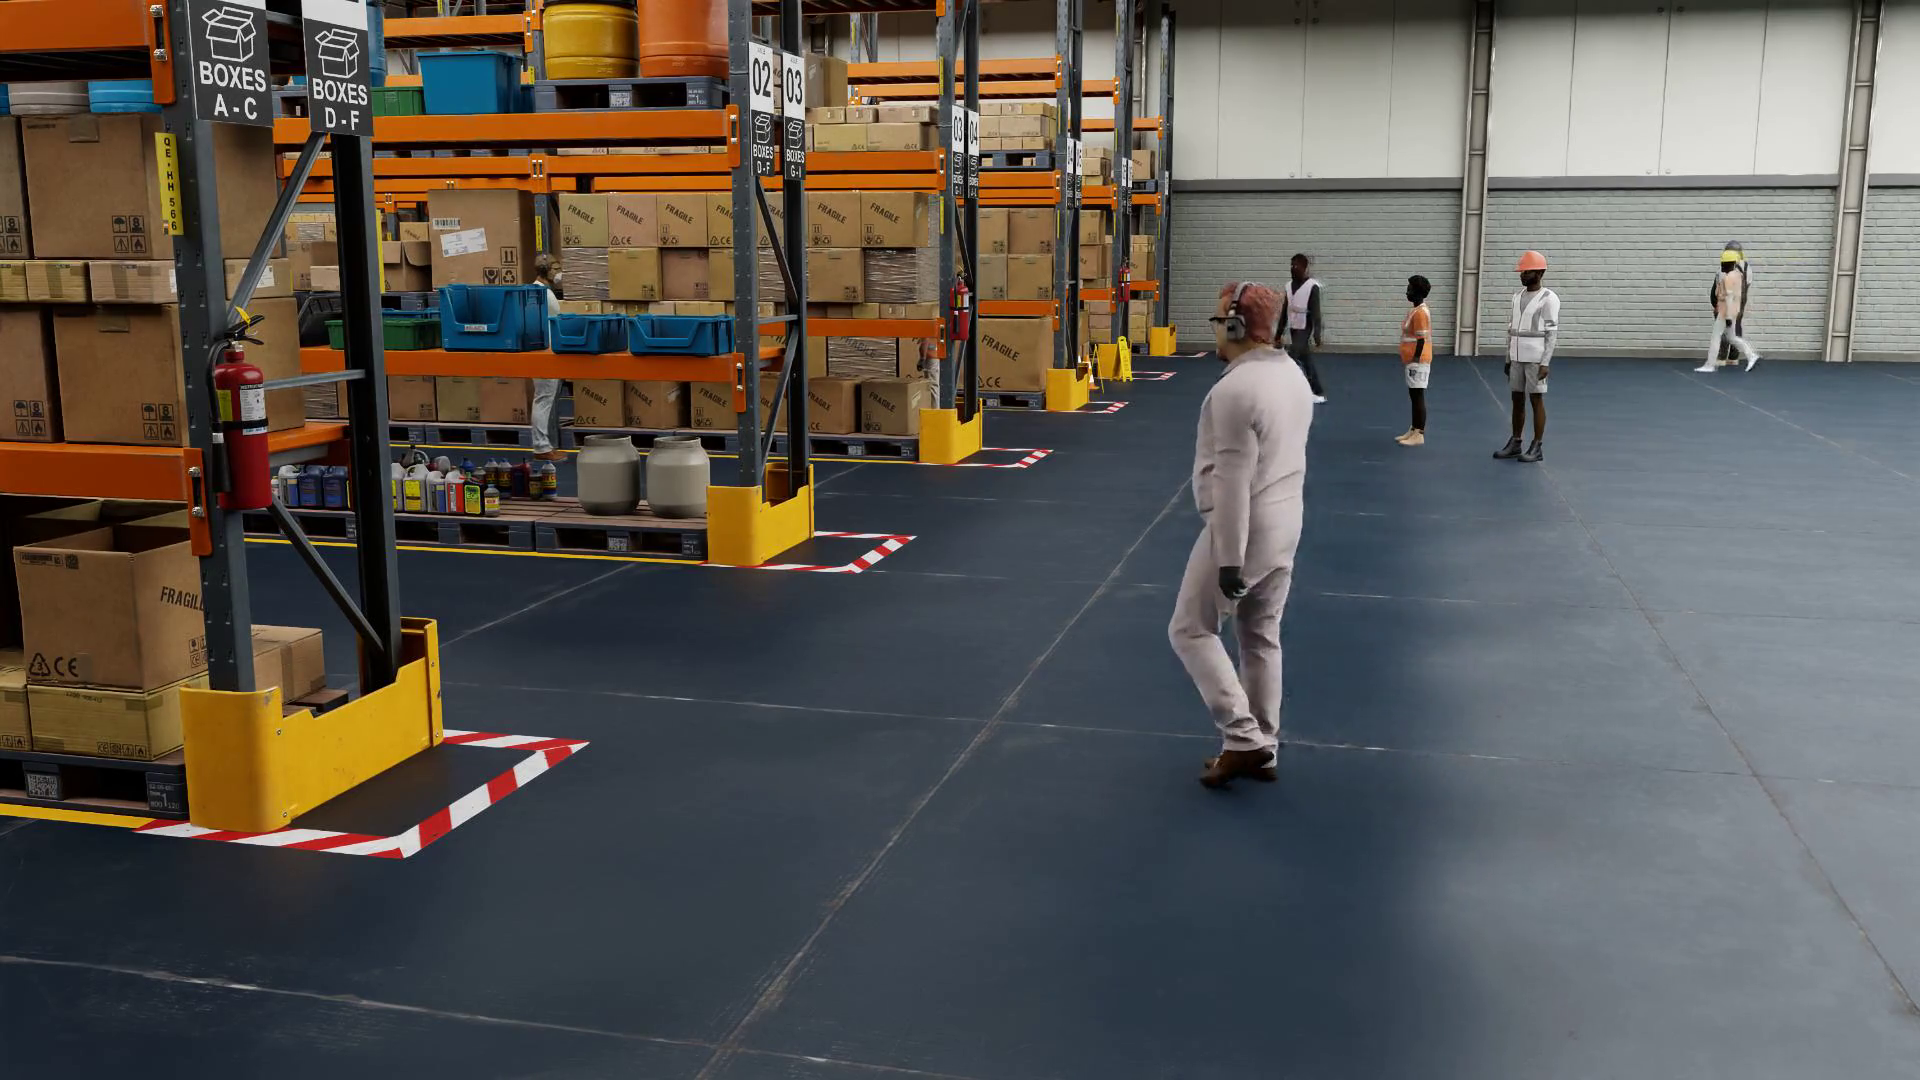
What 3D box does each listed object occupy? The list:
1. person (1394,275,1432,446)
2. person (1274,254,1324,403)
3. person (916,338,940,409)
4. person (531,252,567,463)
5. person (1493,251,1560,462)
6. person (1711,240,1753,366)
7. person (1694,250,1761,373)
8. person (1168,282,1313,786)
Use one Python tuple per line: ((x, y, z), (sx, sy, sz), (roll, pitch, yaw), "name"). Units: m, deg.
((4.529, -1.778, 16.546), (0.318, 1.697, 0.534), (2, 10, 9), "person")
((4.184, -2.608, 20.667), (0.998, 1.863, 0.613), (-4, 11, -23), "person")
((-0.252, -1.883, 17.289), (0.311, 1.639, 0.512), (8, 13, 37), "person")
((-3.825, -1.674, 15.335), (0.370, 1.933, 0.633), (-3, 11, -15), "person")
((5.248, -1.689, 15.381), (0.356, 1.939, 0.543), (-5, 11, -27), "person")
((12.524, -3.865, 27.151), (0.682, 2.000, 0.537), (-6, 12, -29), "person")
((11.906, -3.523, 25.663), (0.866, 1.903, 0.593), (8, 13, 38), "person")
((1.047, -0.010, 6.210), (0.434, 1.888, 0.647), (8, 13, 38), "person")
